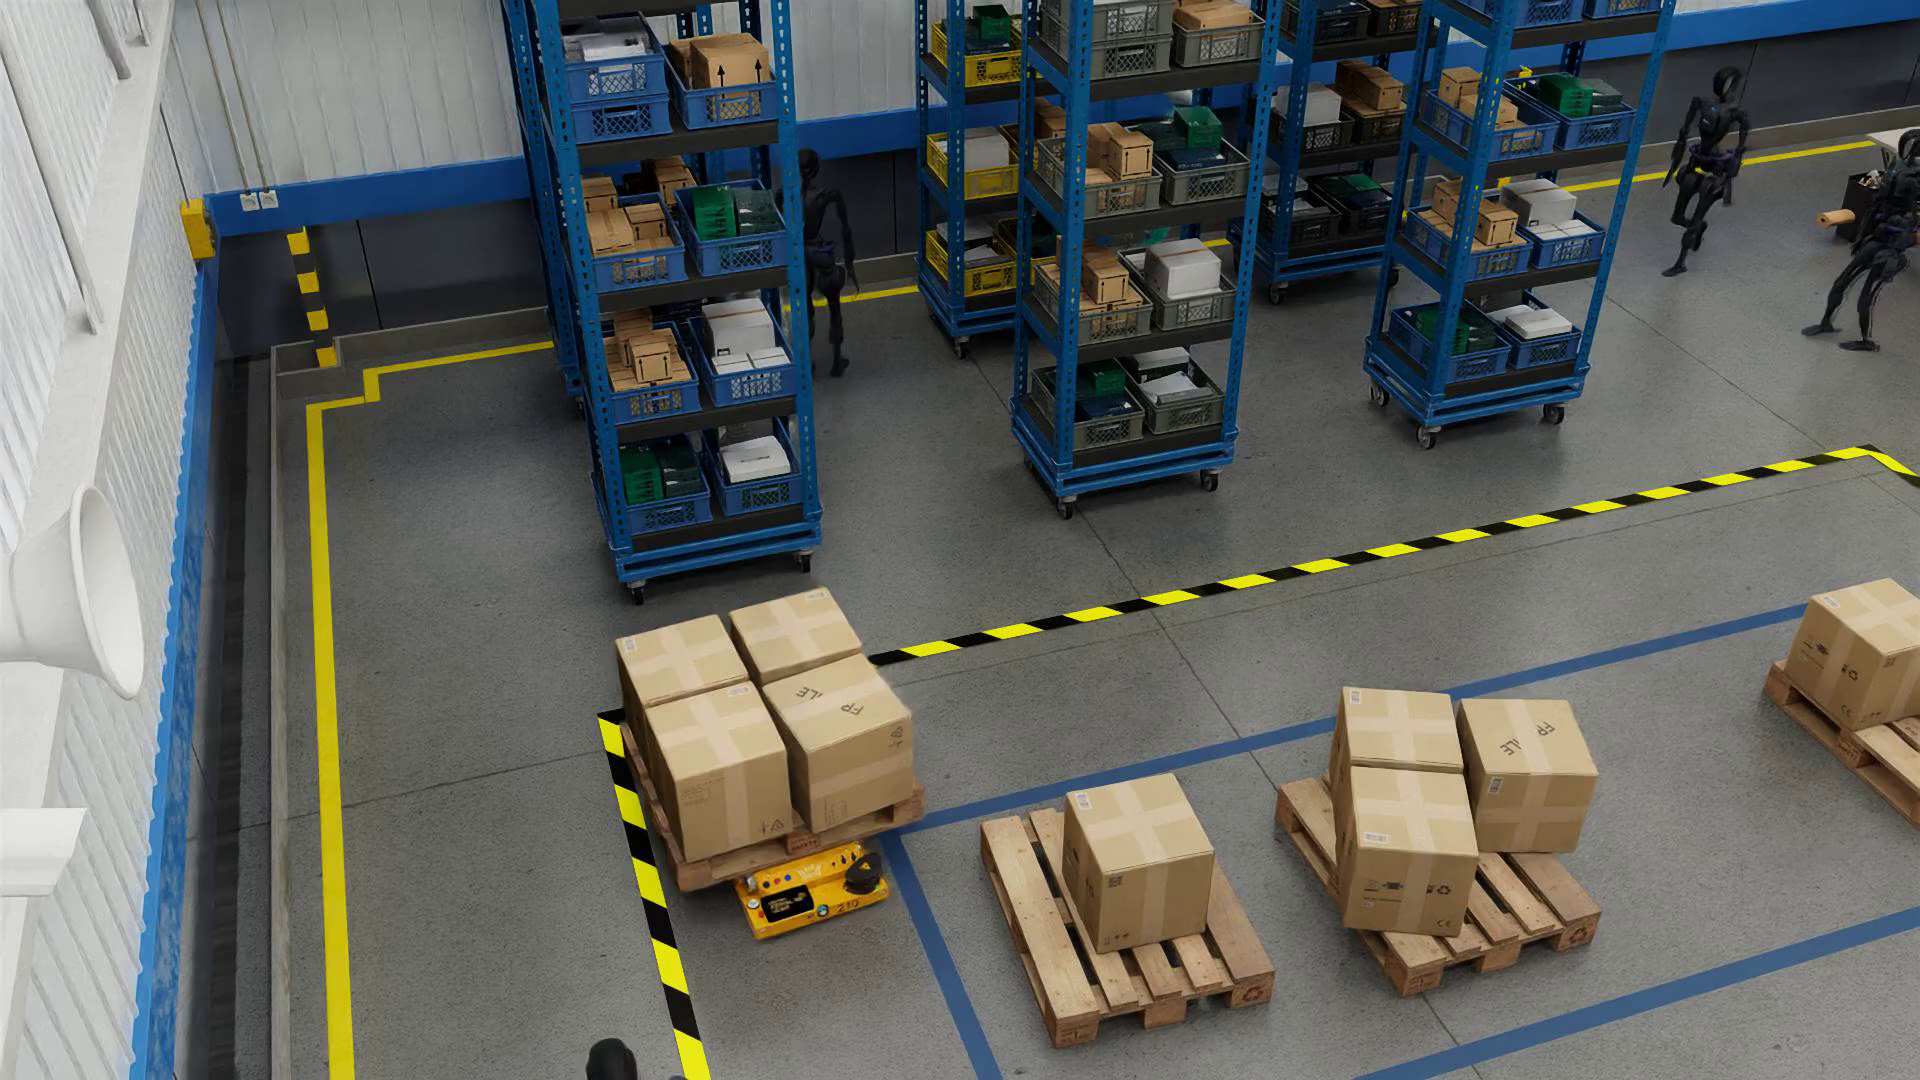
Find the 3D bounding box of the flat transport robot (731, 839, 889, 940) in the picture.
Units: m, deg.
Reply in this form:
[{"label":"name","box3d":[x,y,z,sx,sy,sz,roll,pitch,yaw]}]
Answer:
[{"label":"flat transport robot","box3d":[-0.916,1.306,8.180,0.652,0.197,1.431,-14,38,-19]}]

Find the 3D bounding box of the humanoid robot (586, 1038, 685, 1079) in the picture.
[{"label":"humanoid robot","box3d":[-1.070,2.273,5.650,0.600,1.629,0.781,-18,39,-24]}]

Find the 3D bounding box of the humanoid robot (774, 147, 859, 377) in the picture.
[{"label":"humanoid robot","box3d":[-0.998,-1.901,11.533,0.614,1.635,0.386,7,36,10]}]

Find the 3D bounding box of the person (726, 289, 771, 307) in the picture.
[{"label":"person","box3d":[-1.334,-1.210,10.403,0.472,1.853,0.531,-17,39,-23]}]

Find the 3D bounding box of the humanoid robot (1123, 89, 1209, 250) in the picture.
[{"label":"humanoid robot","box3d":[1.457,-2.628,12.571,1.055,1.787,0.548,20,40,26]}]

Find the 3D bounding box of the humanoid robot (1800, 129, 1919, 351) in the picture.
[{"label":"humanoid robot","box3d":[6.489,-2.100,11.823,0.546,1.651,0.610,1,35,2]}]

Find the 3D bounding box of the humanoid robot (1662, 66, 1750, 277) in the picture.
[{"label":"humanoid robot","box3d":[5.844,-2.877,12.928,0.586,1.644,0.600,-22,41,-28]}]
